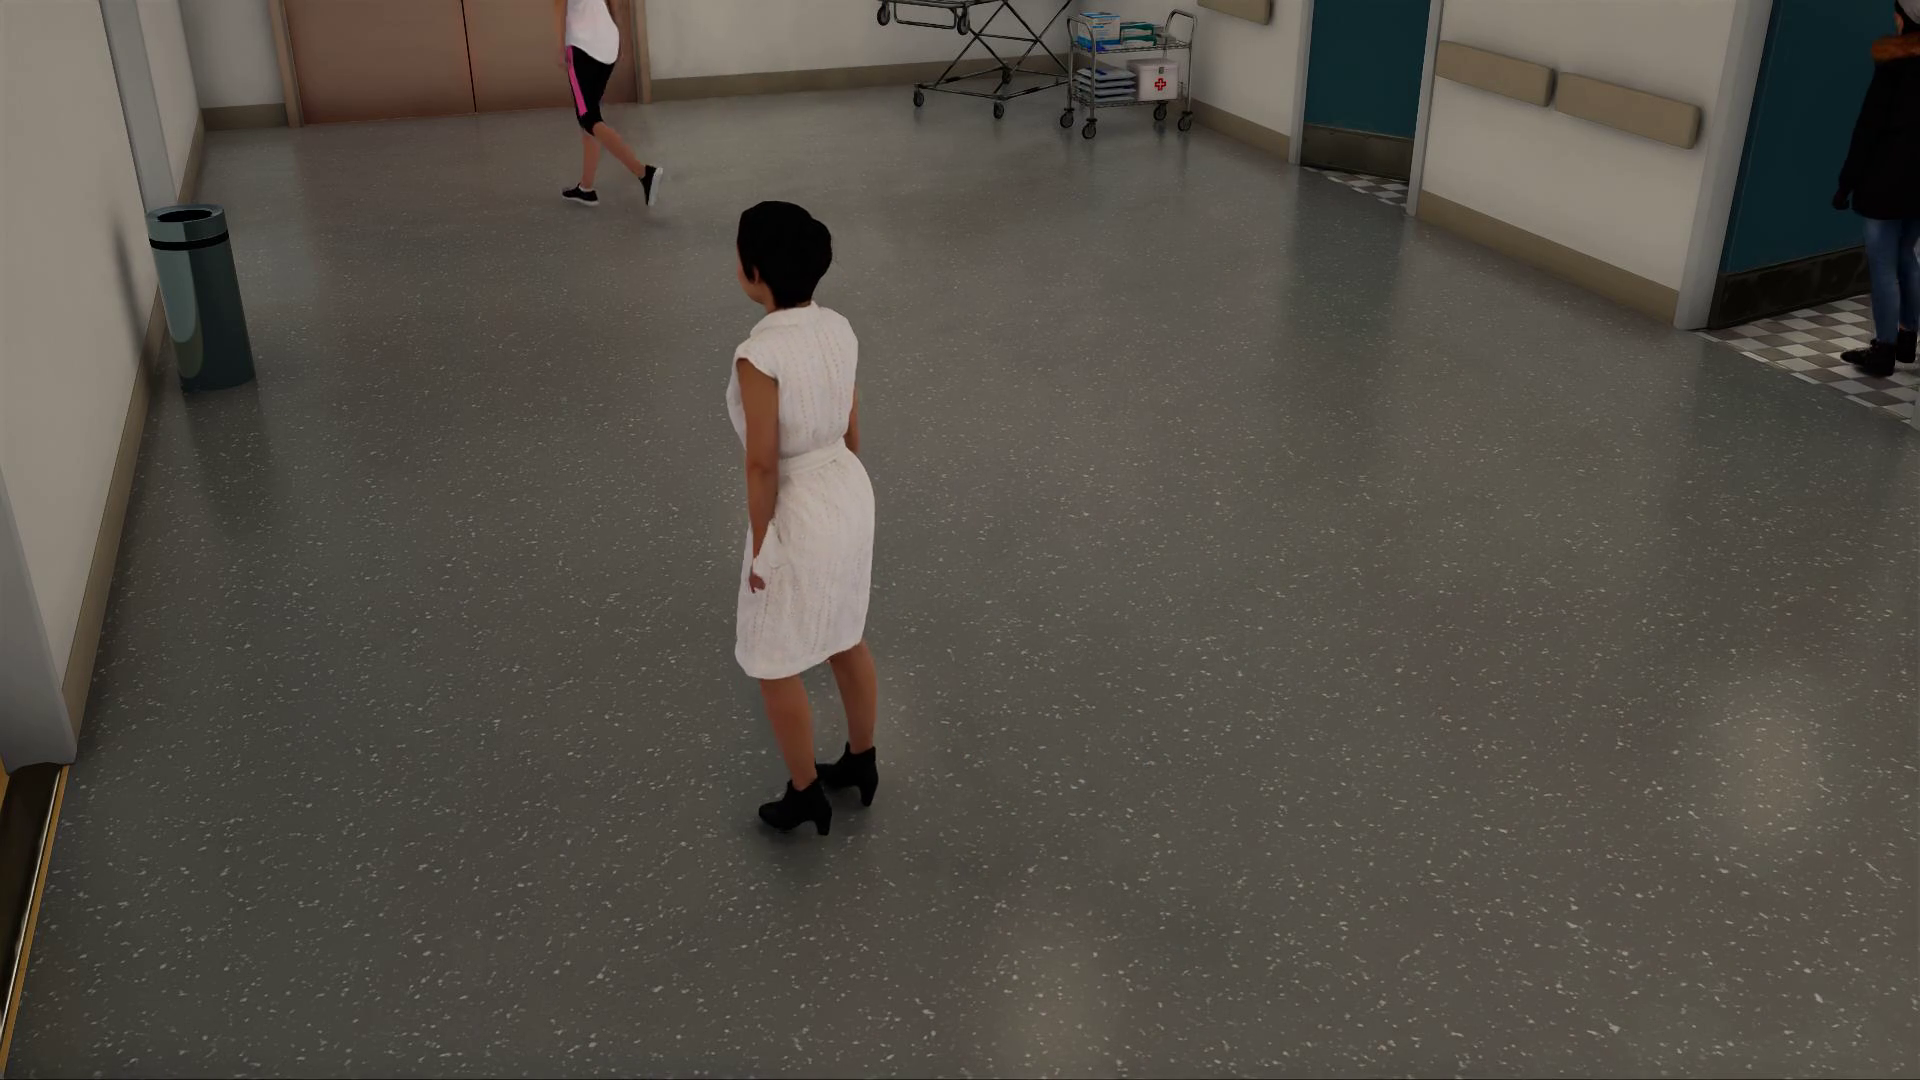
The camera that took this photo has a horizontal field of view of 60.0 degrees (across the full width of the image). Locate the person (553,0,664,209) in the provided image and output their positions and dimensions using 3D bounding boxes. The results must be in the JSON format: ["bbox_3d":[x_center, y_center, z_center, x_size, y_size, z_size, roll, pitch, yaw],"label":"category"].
[{"bbox_3d":[-1.967,-2.656,9.127,1.144,1.764,0.994,17,30,31],"label":"person"}]

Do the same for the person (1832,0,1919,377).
[{"bbox_3d":[3.917,-1.468,6.836,0.697,1.614,0.622,0,26,0],"label":"person"}]

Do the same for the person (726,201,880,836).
[{"bbox_3d":[-0.346,-0.018,3.912,0.706,1.542,0.664,15,29,28],"label":"person"}]
